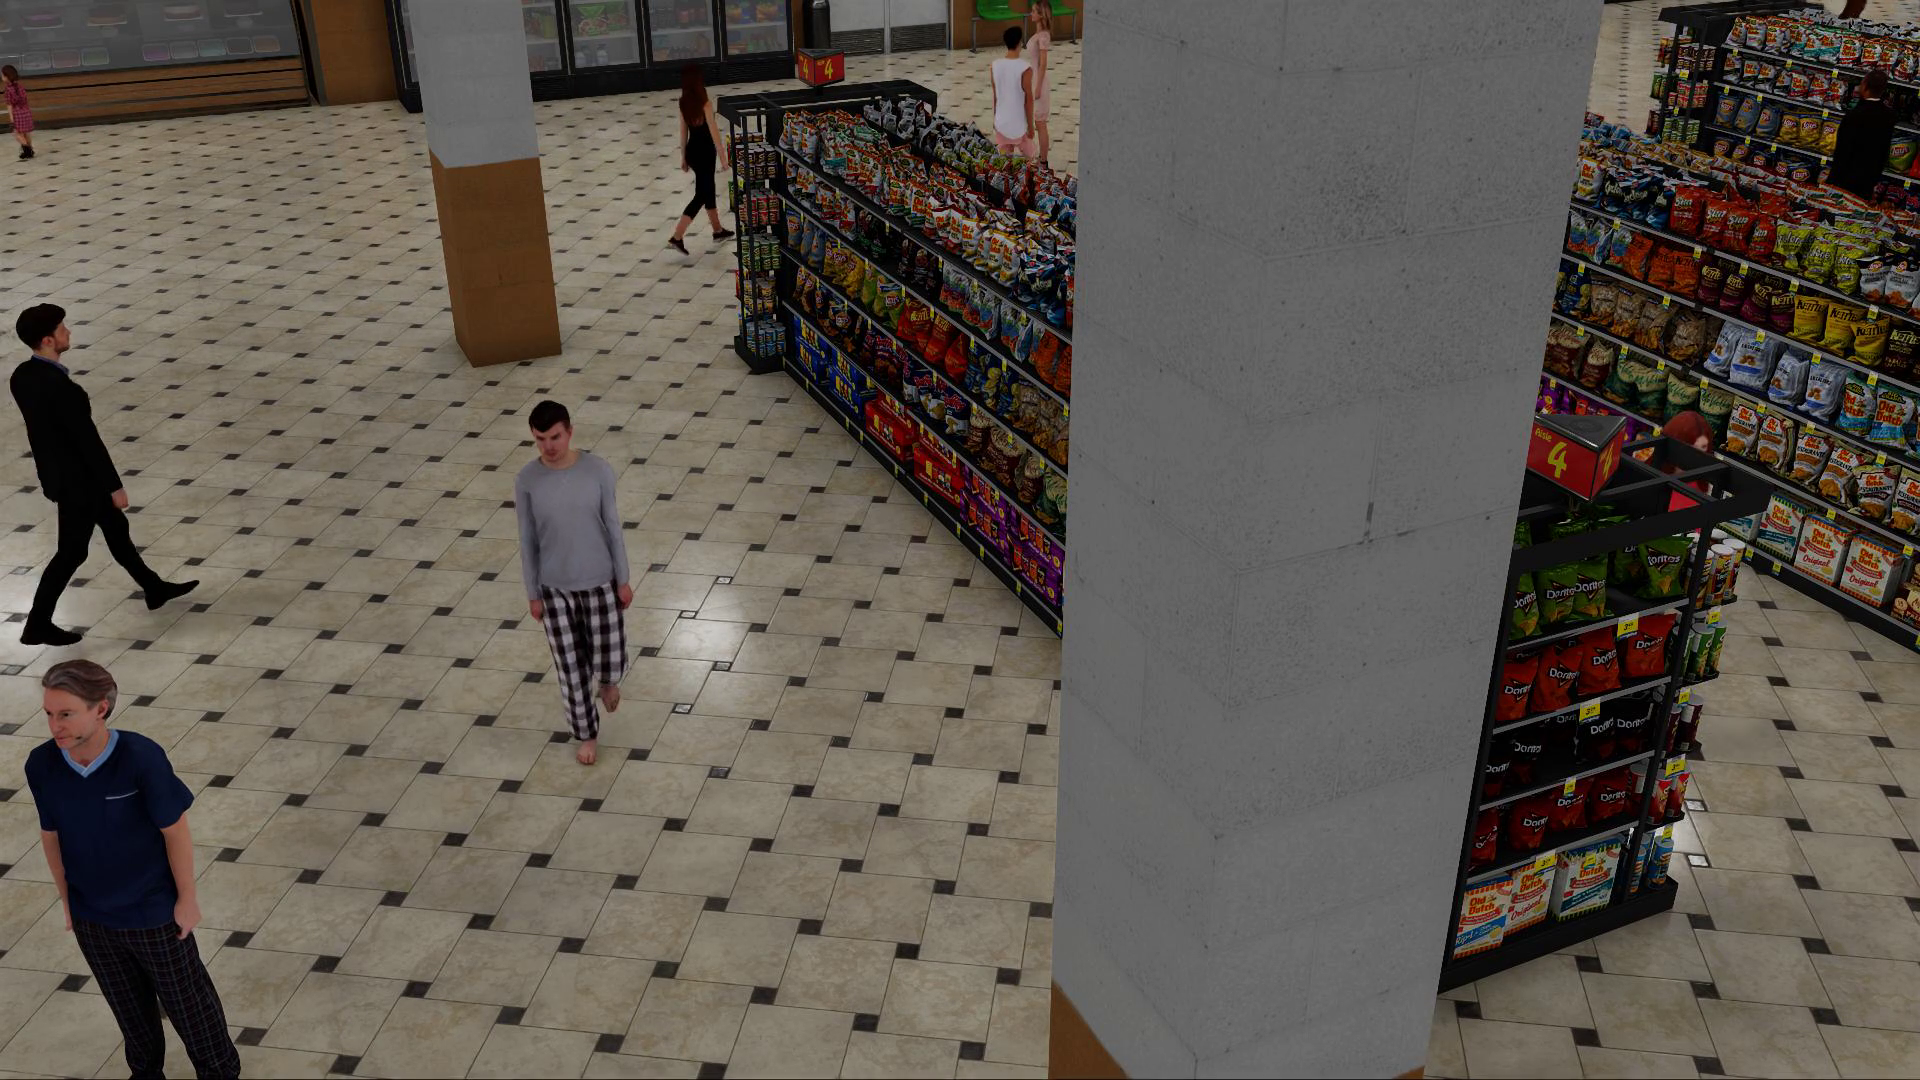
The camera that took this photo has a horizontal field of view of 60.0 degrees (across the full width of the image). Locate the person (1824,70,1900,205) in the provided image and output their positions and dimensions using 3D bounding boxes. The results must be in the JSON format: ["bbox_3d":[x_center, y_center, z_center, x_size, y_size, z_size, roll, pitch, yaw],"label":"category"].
[{"bbox_3d":[7.531,-3.000,14.049,0.717,1.904,0.656,-8,28,-15],"label":"person"}]

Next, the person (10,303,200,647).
[{"bbox_3d":[-4.749,-0.287,8.761,1.272,1.849,1.099,22,34,37],"label":"person"}]

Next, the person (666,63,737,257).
[{"bbox_3d":[-2.419,-3.427,15.127,1.139,1.691,0.914,24,35,38],"label":"person"}]

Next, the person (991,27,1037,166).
[{"bbox_3d":[0.470,-4.097,16.360,0.772,1.770,0.867,17,32,30],"label":"person"}]

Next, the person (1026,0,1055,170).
[{"bbox_3d":[0.864,-4.803,17.687,0.699,1.830,0.569,0,27,0],"label":"person"}]

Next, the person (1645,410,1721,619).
[{"bbox_3d":[3.207,0.201,7.892,0.705,1.765,1.185,-8,28,-15],"label":"person"}]

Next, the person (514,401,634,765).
[{"bbox_3d":[-1.808,0.164,7.886,0.754,1.835,0.847,-5,27,-9],"label":"person"}]

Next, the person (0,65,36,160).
[{"bbox_3d":[-10.441,-4.756,18.492,0.599,1.017,0.539,9,28,18],"label":"person"}]

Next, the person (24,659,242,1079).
[{"bbox_3d":[-2.866,1.234,5.737,0.736,1.871,0.714,1,27,2],"label":"person"}]
